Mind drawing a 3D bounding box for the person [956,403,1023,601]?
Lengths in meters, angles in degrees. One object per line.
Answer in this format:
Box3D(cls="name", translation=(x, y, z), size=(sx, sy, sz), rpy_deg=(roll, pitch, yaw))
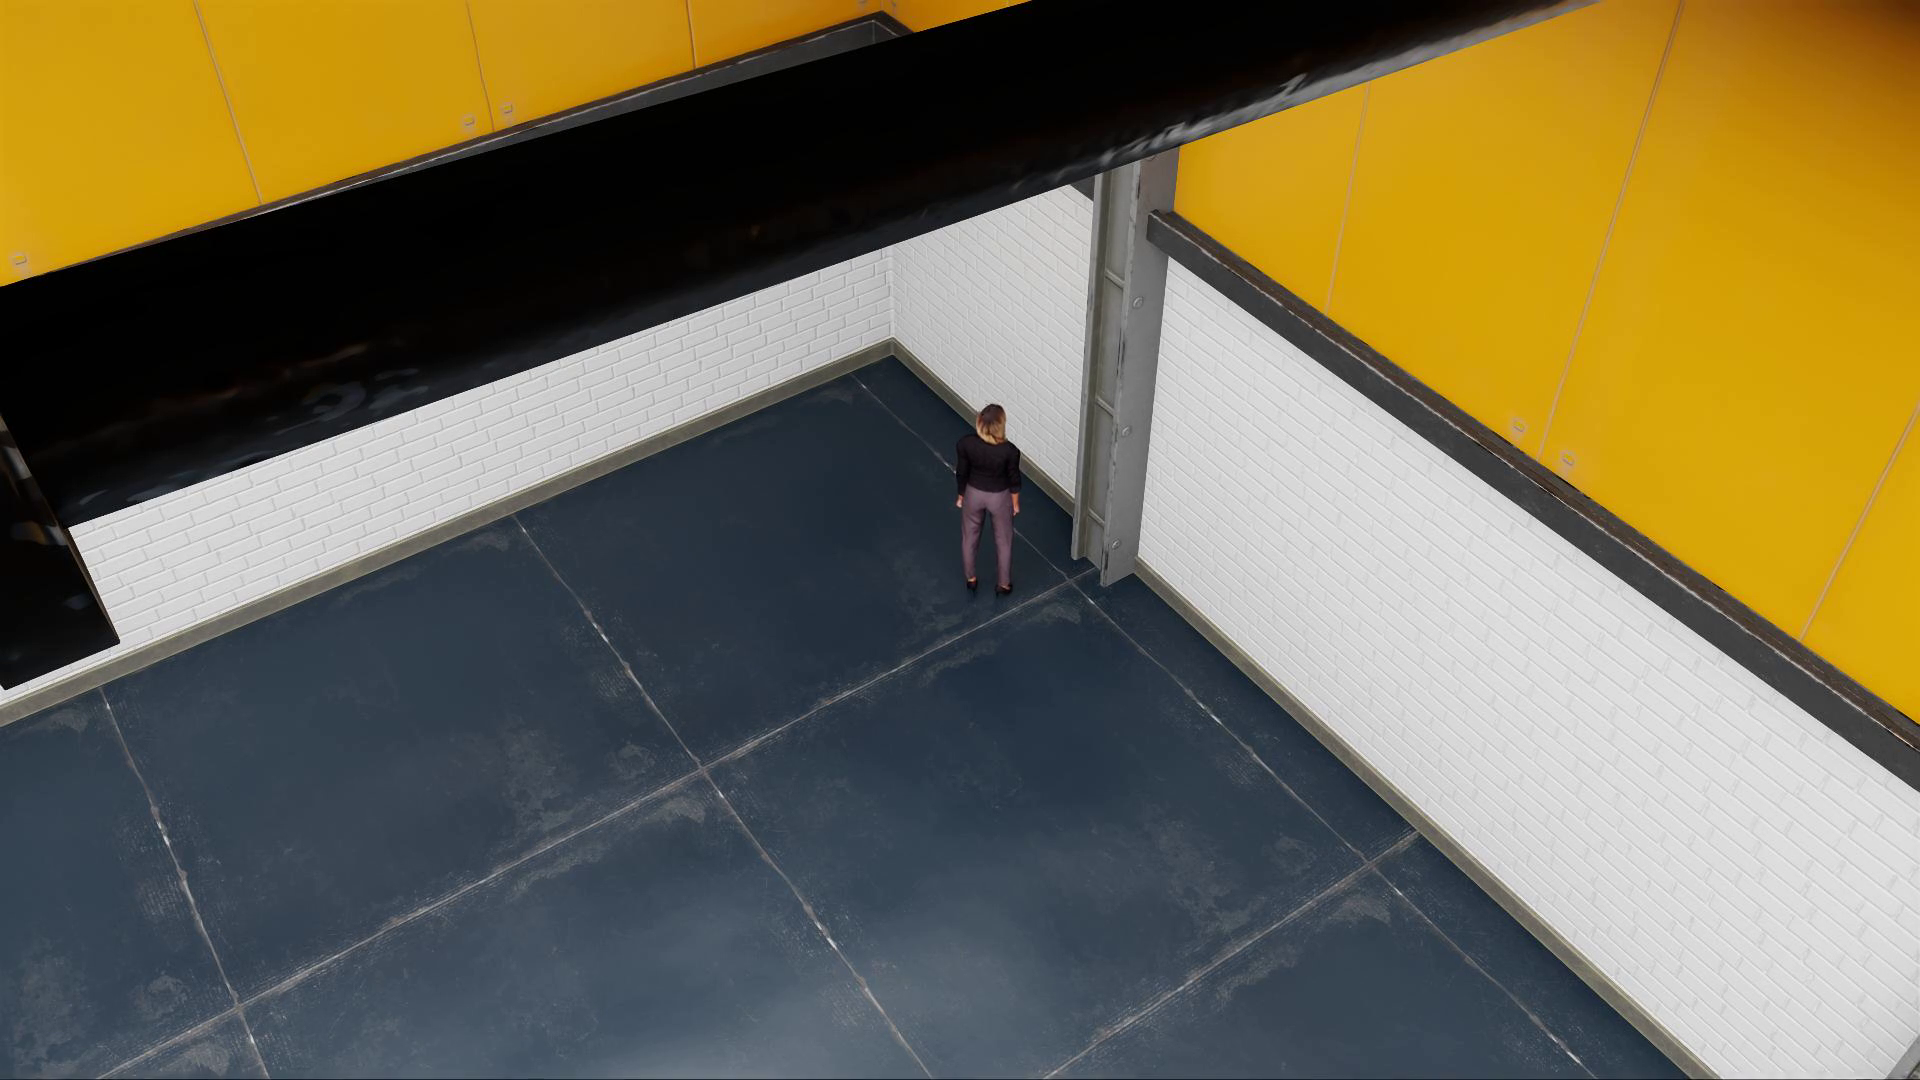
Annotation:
Box3D(cls="person", translation=(0.183, -0.252, 11.351), size=(0.673, 1.667, 0.743), rpy_deg=(6, 44, 7))
